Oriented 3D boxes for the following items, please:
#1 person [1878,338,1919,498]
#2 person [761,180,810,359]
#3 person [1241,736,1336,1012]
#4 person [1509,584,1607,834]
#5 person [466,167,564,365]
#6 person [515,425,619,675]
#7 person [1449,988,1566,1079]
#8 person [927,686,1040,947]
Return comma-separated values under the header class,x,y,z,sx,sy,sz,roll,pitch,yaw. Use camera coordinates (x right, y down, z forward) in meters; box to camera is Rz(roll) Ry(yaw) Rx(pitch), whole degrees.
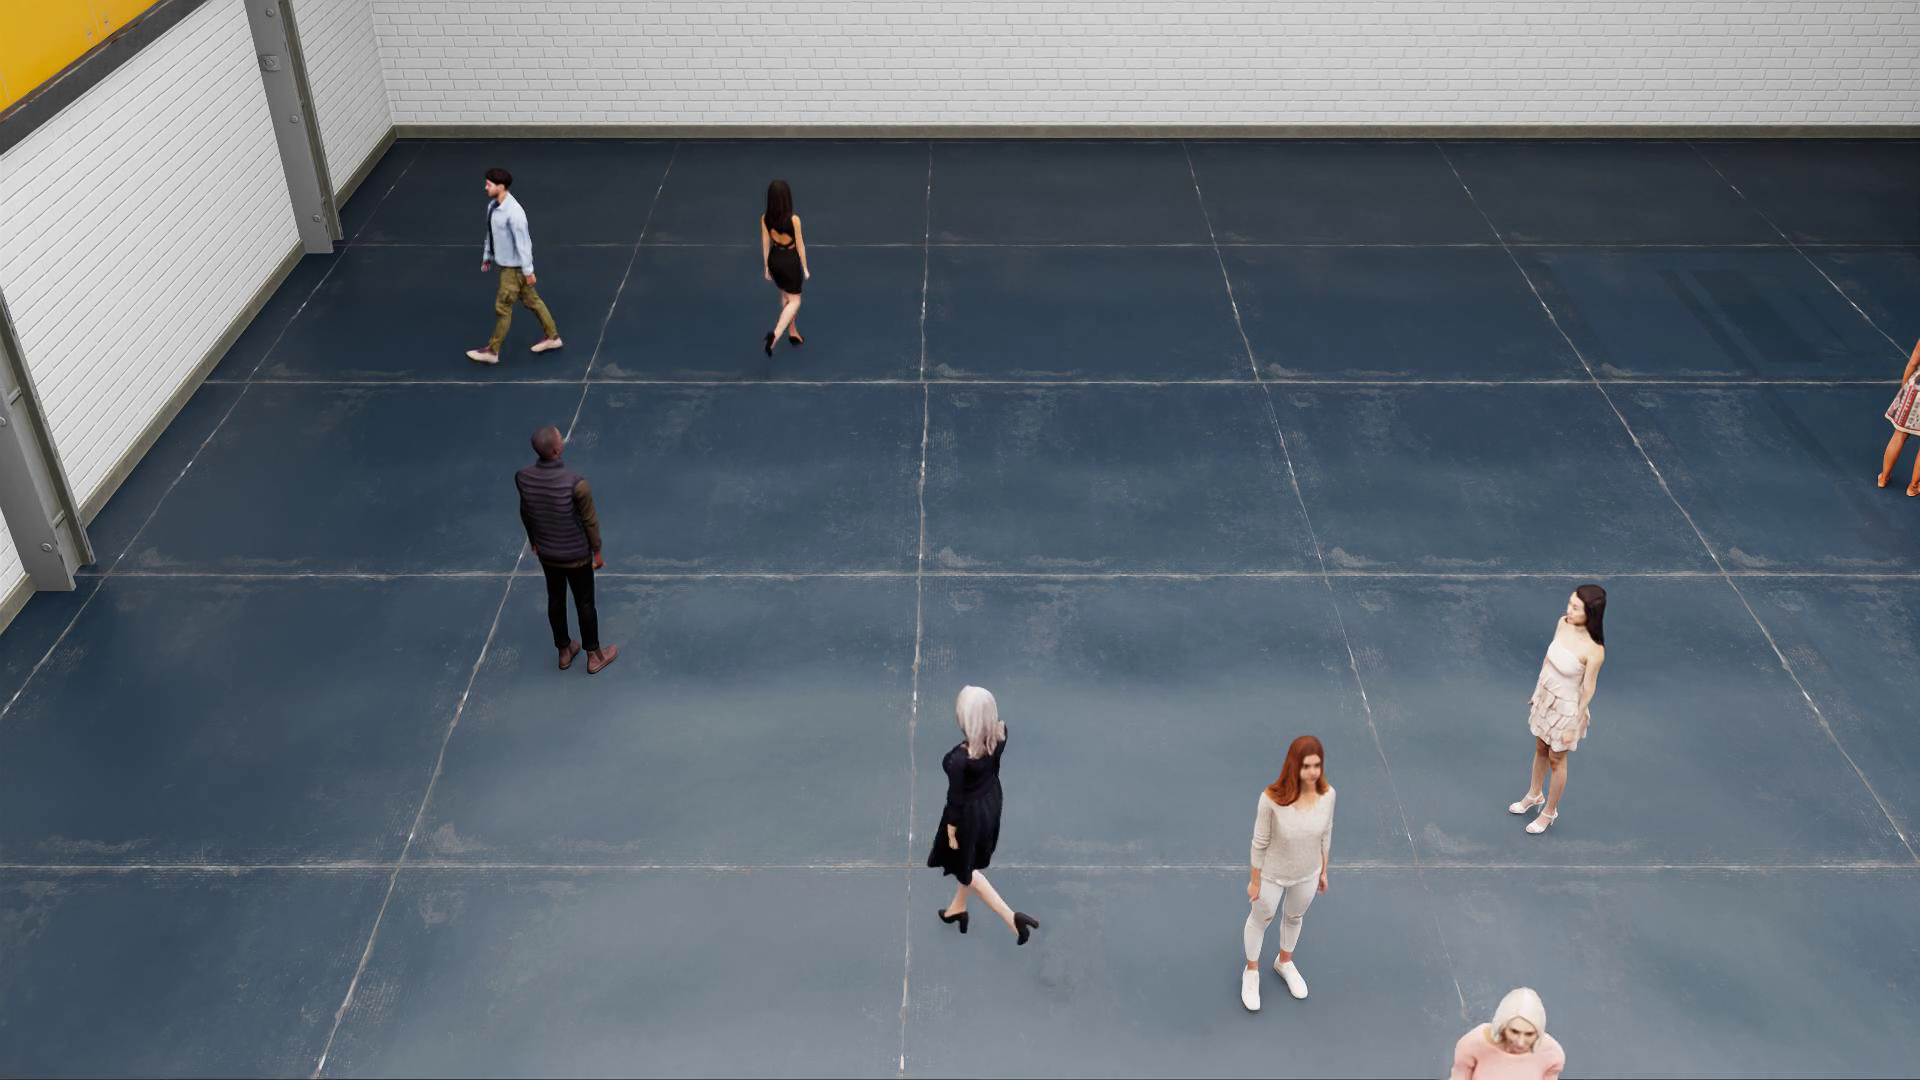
class,x,y,z,sx,sy,sz,roll,pitch,yaw
person,7.489,-1.117,12.852,0.718,1.643,0.761,25,41,33
person,-1.574,-2.356,14.723,0.804,1.635,0.999,14,36,20
person,1.682,1.684,8.573,0.634,1.715,0.613,-7,34,-10
person,3.481,0.979,9.614,0.682,1.736,0.543,-9,35,-13
person,-3.855,-2.435,14.719,1.042,1.771,1.157,-14,36,-20
person,-2.597,0.066,10.898,0.757,1.835,0.693,10,35,15
person,2.345,2.507,7.350,0.710,1.698,0.938,6,34,9
person,0.131,1.512,8.820,0.969,1.728,0.956,23,40,30
